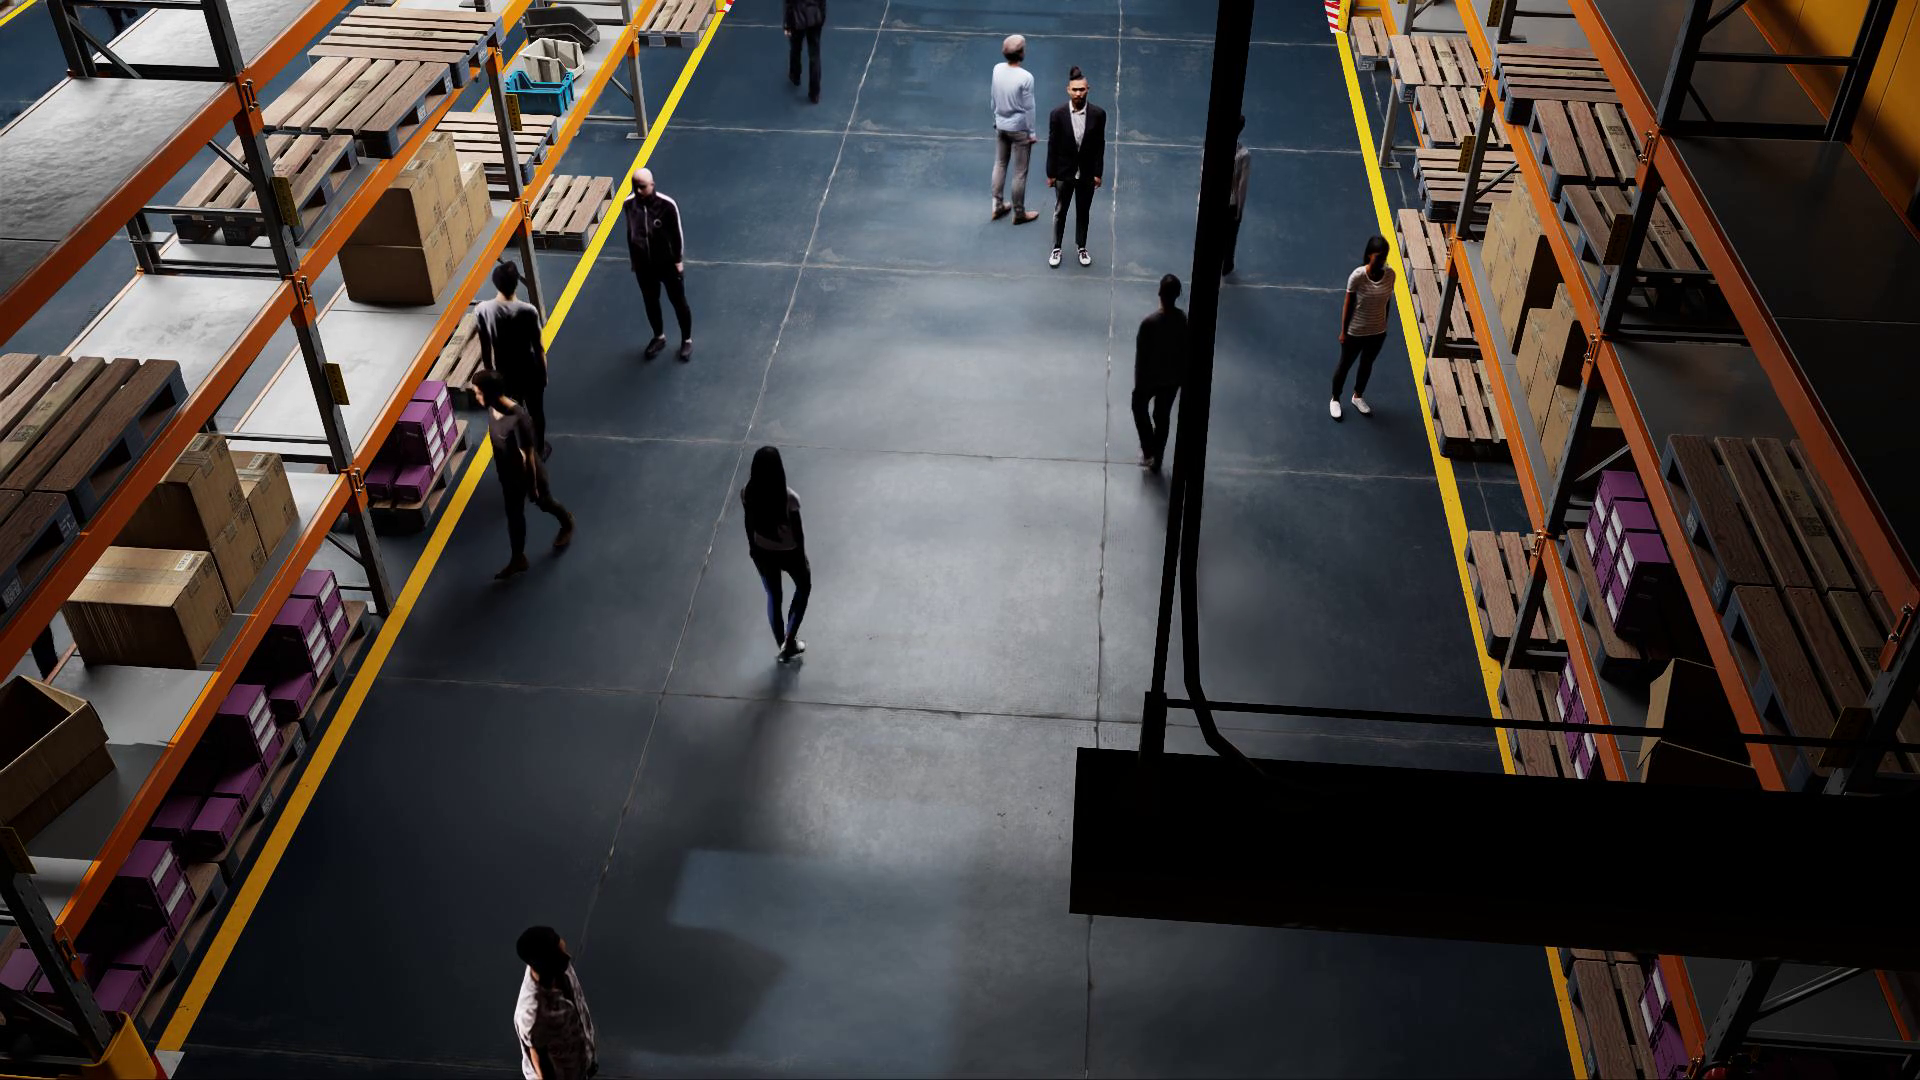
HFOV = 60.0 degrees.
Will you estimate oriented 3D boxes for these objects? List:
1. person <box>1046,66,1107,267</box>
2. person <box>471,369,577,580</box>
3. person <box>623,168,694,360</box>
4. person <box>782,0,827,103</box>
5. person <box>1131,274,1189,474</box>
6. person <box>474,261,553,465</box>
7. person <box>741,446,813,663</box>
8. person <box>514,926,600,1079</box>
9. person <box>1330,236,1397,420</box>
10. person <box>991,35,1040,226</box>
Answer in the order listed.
[{"bbox_3d":[1.084,-3.522,15.673,0.727,1.950,0.622,-1,39,-1],"label":"person"},{"bbox_3d":[-3.139,-0.550,12.177,0.998,1.668,1.149,25,45,28],"label":"person"},{"bbox_3d":[-2.596,-2.400,14.368,0.676,1.825,0.613,7,39,8],"label":"person"},{"bbox_3d":[-1.710,-5.794,18.659,0.886,1.774,1.091,-8,39,-10],"label":"person"},{"bbox_3d":[1.571,-1.231,12.963,0.703,1.751,0.735,-6,39,-8],"label":"person"},{"bbox_3d":[-3.450,-1.252,12.919,0.686,1.840,0.996,1,39,2],"label":"person"},{"bbox_3d":[-1.249,0.165,11.202,0.652,1.767,0.657,11,40,13],"label":"person"},{"bbox_3d":[-1.995,2.514,8.225,0.718,1.811,0.488,2,39,3],"label":"person"},{"bbox_3d":[3.333,-1.759,13.710,0.633,1.644,0.620,-9,39,-11],"label":"person"},{"bbox_3d":[0.516,-4.038,16.367,0.753,1.890,0.771,28,47,31],"label":"person"}]
